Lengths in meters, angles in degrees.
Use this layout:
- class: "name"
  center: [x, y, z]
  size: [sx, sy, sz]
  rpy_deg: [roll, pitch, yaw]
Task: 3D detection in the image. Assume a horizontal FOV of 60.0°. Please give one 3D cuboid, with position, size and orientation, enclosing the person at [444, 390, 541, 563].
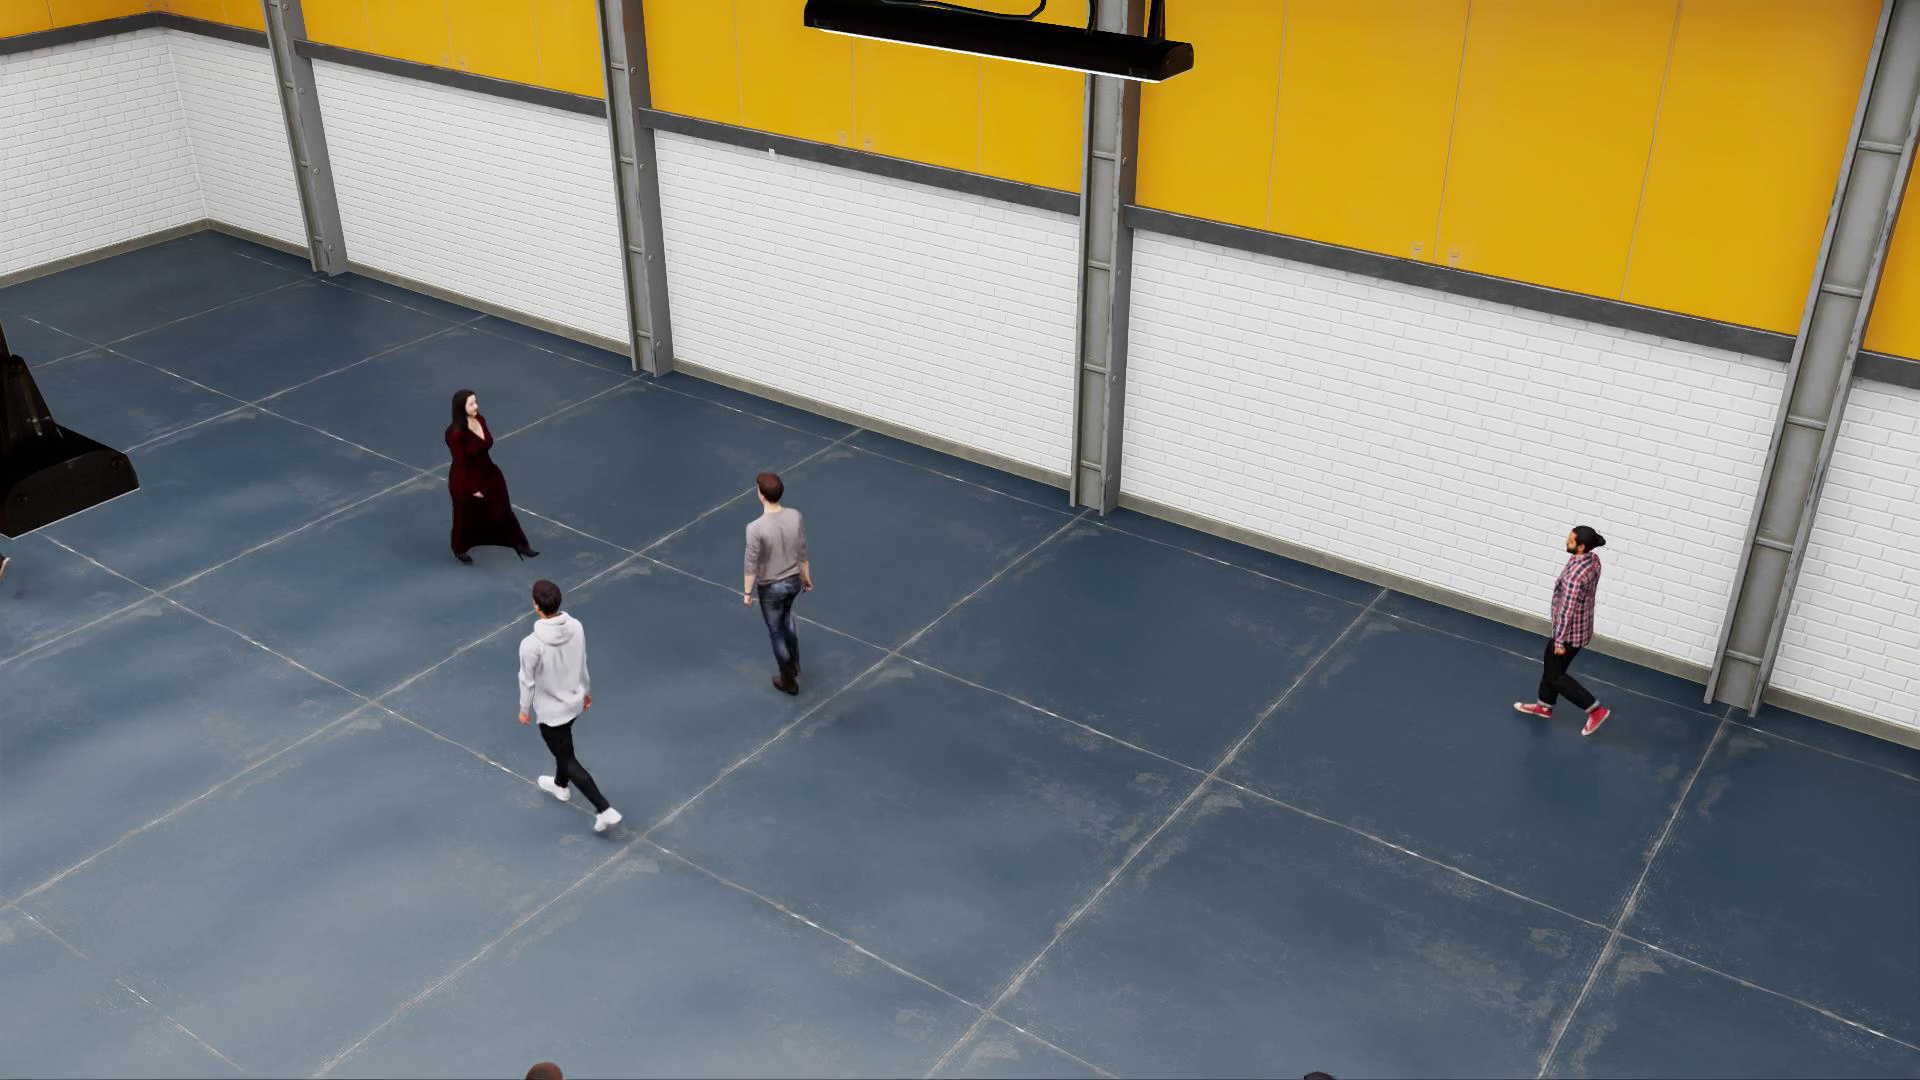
- class: "person"
  center: [-4.462, -0.525, 14.973]
  size: [1.175, 1.711, 0.839]
  rpy_deg: [11, 30, 19]

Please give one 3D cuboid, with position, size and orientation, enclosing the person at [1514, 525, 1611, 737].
- class: "person"
  center: [4.729, 0.696, 12.702]
  size: [0.958, 1.742, 0.728]
  rpy_deg: [16, 33, 27]

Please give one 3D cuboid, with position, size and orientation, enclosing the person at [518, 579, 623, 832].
- class: "person"
  center: [-2.736, 1.195, 11.630]
  size: [1.174, 1.893, 0.661]
  rpy_deg: [18, 33, 30]

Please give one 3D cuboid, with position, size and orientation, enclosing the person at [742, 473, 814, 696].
- class: "person"
  center: [-1.379, 0.385, 13.114]
  size: [0.805, 1.894, 0.790]
  rpy_deg: [-20, 35, -32]
